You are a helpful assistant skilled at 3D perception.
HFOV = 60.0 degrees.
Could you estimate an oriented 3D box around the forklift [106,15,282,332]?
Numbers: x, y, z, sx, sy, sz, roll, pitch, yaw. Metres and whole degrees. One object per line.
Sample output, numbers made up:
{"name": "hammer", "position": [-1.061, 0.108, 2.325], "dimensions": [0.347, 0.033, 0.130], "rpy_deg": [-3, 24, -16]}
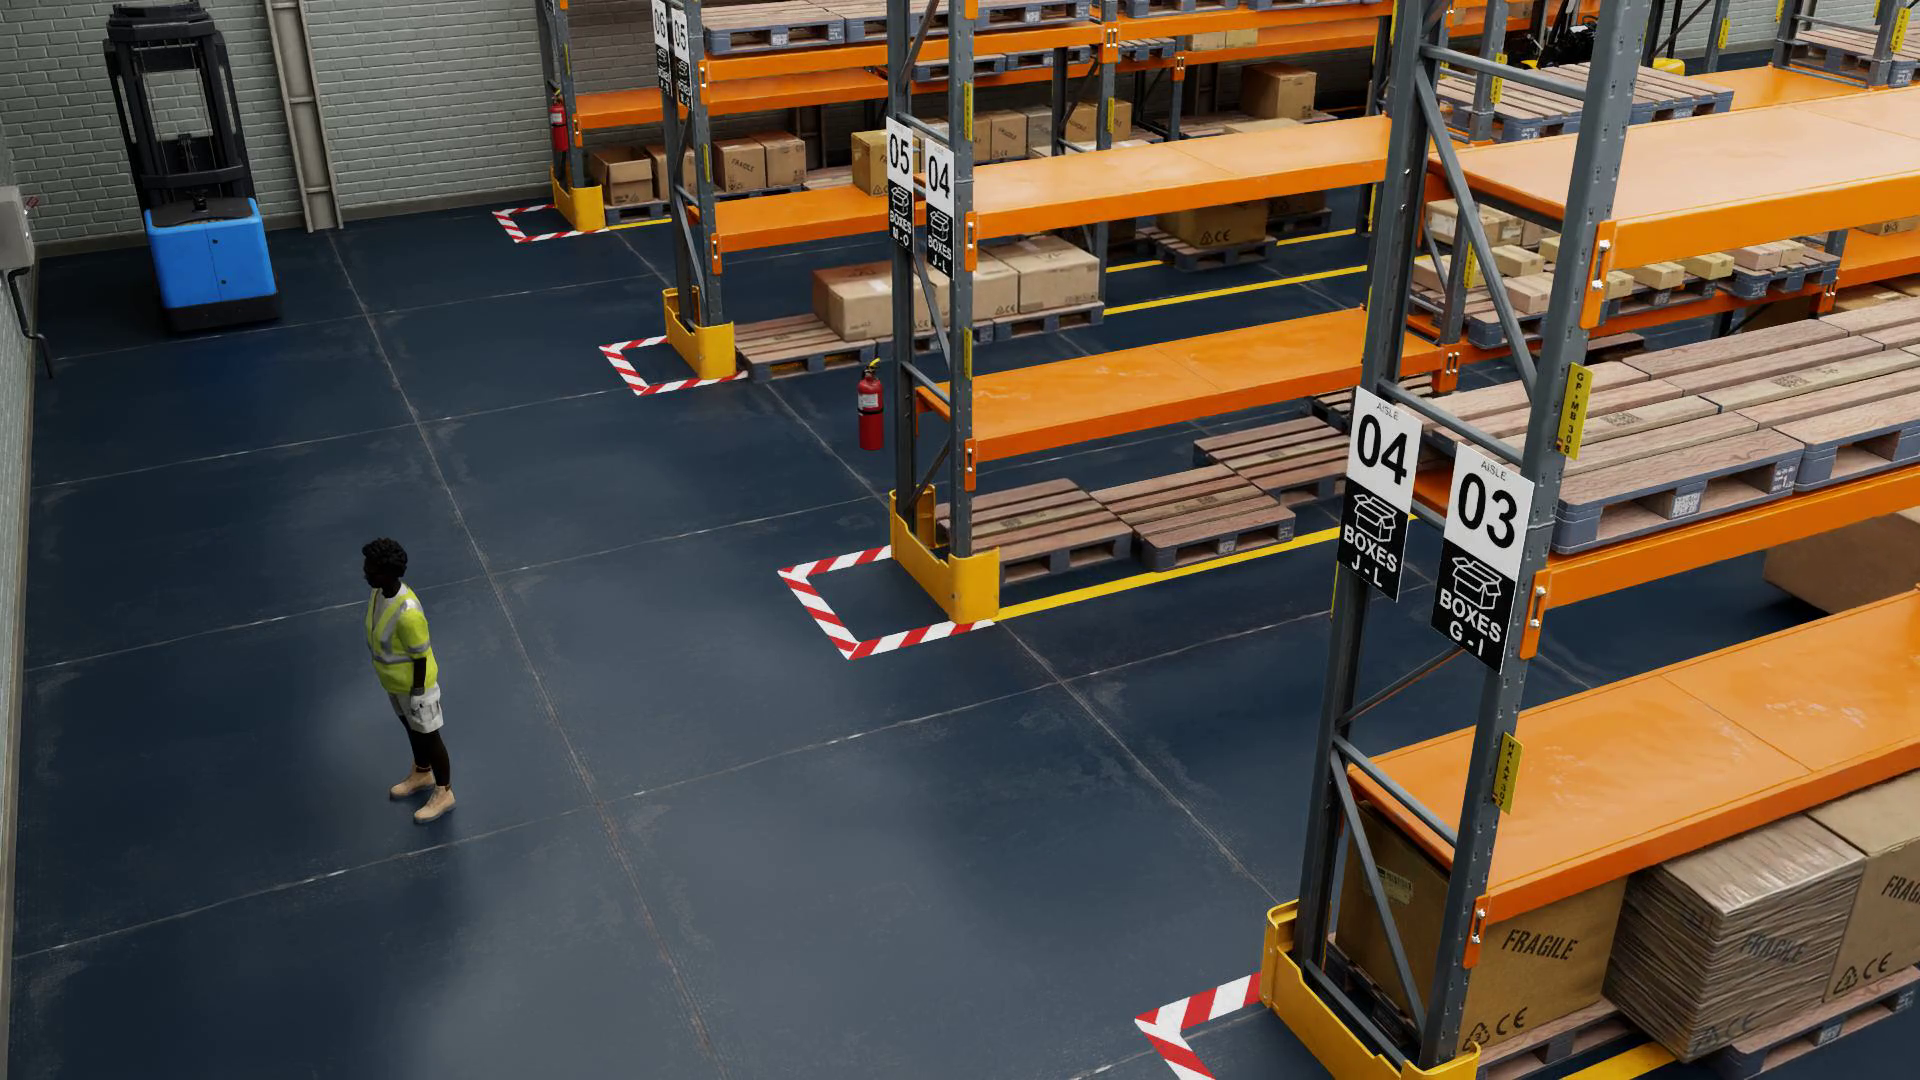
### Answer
{"name": "forklift", "position": [-7.548, -3.672, 16.323], "dimensions": [1.129, 2.768, 1.873], "rpy_deg": [-12, 30, -22]}

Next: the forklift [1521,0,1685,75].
{"name": "forklift", "position": [8.950, -6.807, 23.056], "dimensions": [1.214, 2.155, 2.313], "rpy_deg": [-12, 30, -22]}

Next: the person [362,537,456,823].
{"name": "person", "position": [-3.038, 0.754, 9.107], "dimensions": [0.318, 1.696, 0.534], "rpy_deg": [-21, 34, -34]}
